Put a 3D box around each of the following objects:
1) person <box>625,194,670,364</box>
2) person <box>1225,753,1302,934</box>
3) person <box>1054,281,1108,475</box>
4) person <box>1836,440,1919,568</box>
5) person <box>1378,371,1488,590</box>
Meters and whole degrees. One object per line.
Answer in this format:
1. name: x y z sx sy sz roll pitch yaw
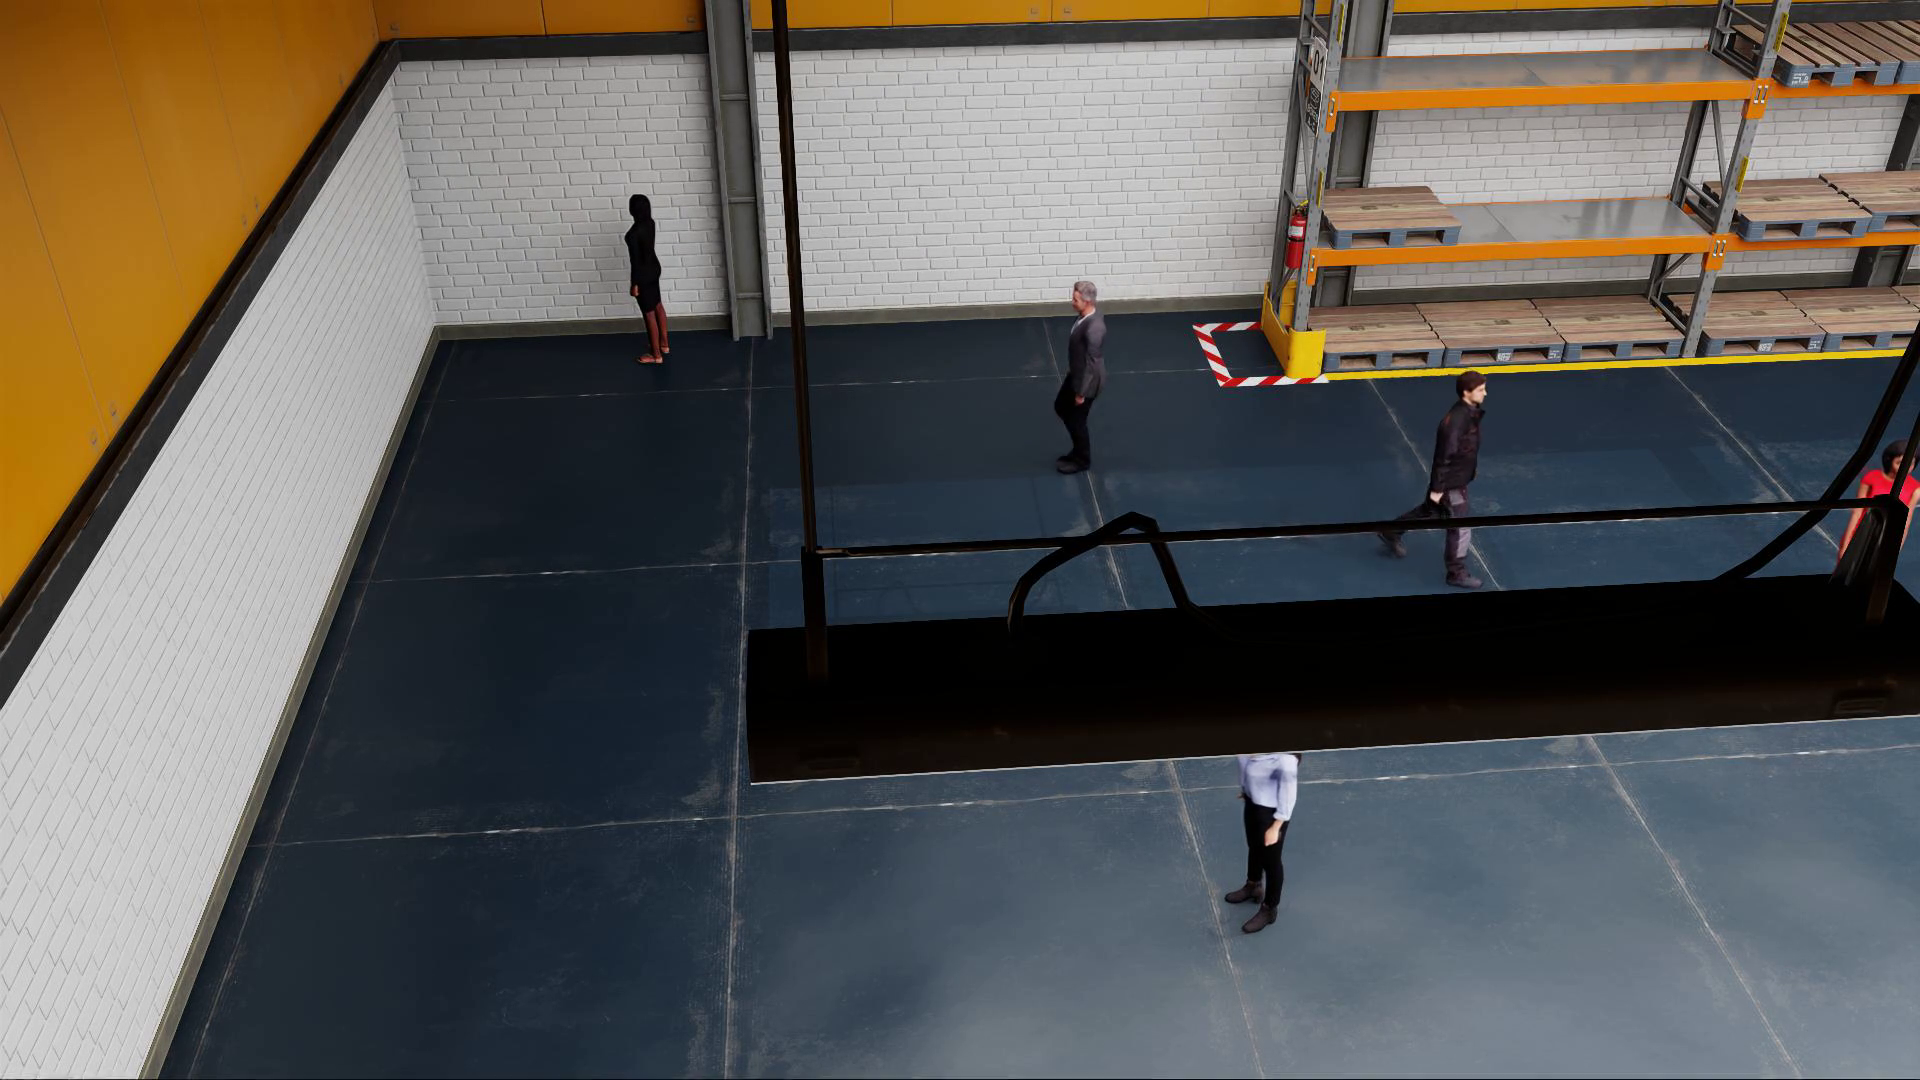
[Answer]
1. person: -3.042 -2.542 16.107 0.632 1.719 0.676 9 35 13
2. person: 1.825 1.600 9.851 0.594 1.746 0.677 -7 34 -11
3. person: 1.136 -1.383 14.277 0.613 1.814 0.768 -2 34 -3
4. person: 6.674 0.023 12.228 0.559 1.741 0.683 9 35 14
5. person: 3.732 -0.505 12.964 1.281 1.805 1.121 16 37 23
